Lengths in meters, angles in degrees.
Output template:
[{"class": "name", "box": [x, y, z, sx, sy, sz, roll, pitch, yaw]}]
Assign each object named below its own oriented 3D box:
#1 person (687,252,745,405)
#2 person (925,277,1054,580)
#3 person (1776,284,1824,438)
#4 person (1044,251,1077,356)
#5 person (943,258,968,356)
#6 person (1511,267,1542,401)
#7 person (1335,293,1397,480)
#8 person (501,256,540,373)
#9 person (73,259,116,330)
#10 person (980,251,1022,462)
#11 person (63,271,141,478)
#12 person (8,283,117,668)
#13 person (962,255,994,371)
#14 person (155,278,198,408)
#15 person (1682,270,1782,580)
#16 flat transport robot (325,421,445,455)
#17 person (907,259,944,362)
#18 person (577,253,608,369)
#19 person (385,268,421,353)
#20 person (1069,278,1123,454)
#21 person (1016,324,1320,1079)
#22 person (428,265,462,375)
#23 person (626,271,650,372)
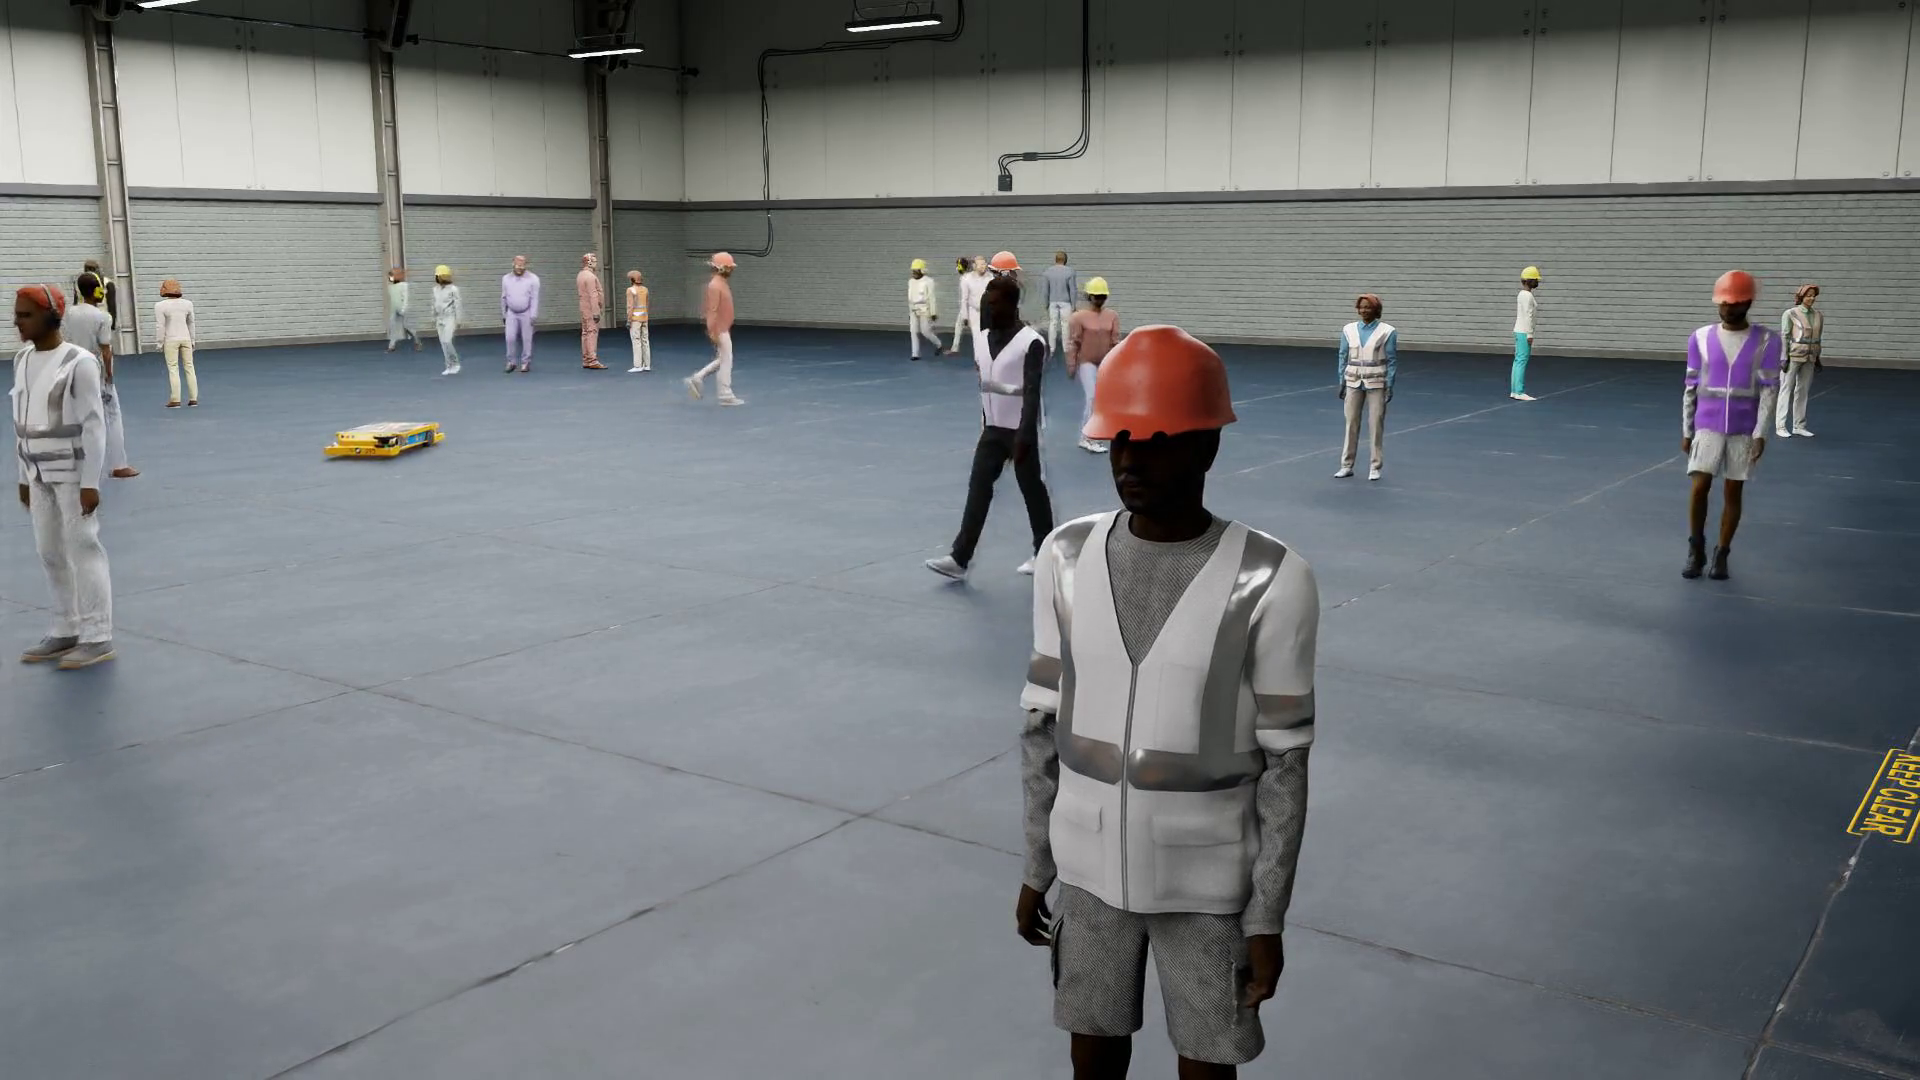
[{"class": "person", "box": [-3.145, -2.701, 21.330, 0.674, 1.976, 0.609, 0, 10, 1]}, {"class": "person", "box": [0.248, -0.673, 10.236, 0.987, 1.863, 0.618, -9, 13, -40]}, {"class": "person", "box": [9.026, -1.921, 17.873, 0.510, 1.640, 0.308, -3, 11, -16]}, {"class": "person", "box": [1.850, -4.347, 30.629, 0.635, 1.936, 0.352, 5, 11, 26]}, {"class": "person", "box": [0.170, -4.270, 30.576, 1.010, 1.815, 0.537, 7, 12, 33]}, {"class": "person", "box": [7.516, -2.733, 22.068, 0.314, 1.769, 0.525, 1, 10, 7]}, {"class": "person", "box": [3.581, -1.347, 14.656, 0.515, 1.641, 0.314, 7, 12, 33]}, {"class": "person", "box": [-7.078, -3.615, 26.717, 0.656, 1.871, 0.678, 0, 10, 2]}, {"class": "person", "box": [-13.394, -3.428, 25.785, 0.652, 1.828, 0.487, 0, 10, 1]}, {"class": "person", "box": [0.408, -1.746, 15.894, 0.378, 1.996, 0.611, -5, 11, -27]}, {"class": "person", "box": [-7.580, -1.409, 14.443, 0.523, 1.846, 0.833, 2, 10, 13]}, {"class": "person", "box": [-4.433, -0.313, 8.185, 0.580, 1.882, 0.346, 5, 11, 26]}, {"class": "person", "box": [0.331, -3.743, 27.403, 0.640, 1.882, 0.838, -3, 11, -19]}, {"class": "person", "box": [-9.932, -2.490, 21.075, 0.279, 1.634, 0.498, 8, 13, 37]}, {"class": "person", "box": [4.706, -0.685, 10.200, 0.540, 1.913, 0.518, 6, 12, 30]}, {"class": "flat transport robot", "box": [-5.761, -1.031, 16.719, 0.652, 0.197, 1.431, 1, 10, 3]}, {"class": "person", "box": [-0.624, -4.050, 29.334, 0.604, 1.817, 0.648, 9, 14, 41]}, {"class": "person", "box": [-6.088, -3.774, 27.505, 0.410, 1.909, 0.643, -6, 12, -29]}, {"class": "person", "box": [-10.713, -4.399, 31.866, 0.500, 1.603, 0.782, 4, 11, 19]}, {"class": "person", "box": [1.397, -1.718, 16.492, 0.526, 1.732, 0.795, -6, 12, -29]}, {"class": "person", "box": [0.344, 0.590, 2.970, 0.544, 1.939, 0.354, 5, 11, 28]}, {"class": "person", "box": [-8.144, -3.464, 26.266, 0.490, 1.731, 0.392, 5, 11, 27]}, {"class": "person", "box": [-5.205, -3.524, 26.857, 0.309, 1.636, 0.523, 5, 11, 26]}]
